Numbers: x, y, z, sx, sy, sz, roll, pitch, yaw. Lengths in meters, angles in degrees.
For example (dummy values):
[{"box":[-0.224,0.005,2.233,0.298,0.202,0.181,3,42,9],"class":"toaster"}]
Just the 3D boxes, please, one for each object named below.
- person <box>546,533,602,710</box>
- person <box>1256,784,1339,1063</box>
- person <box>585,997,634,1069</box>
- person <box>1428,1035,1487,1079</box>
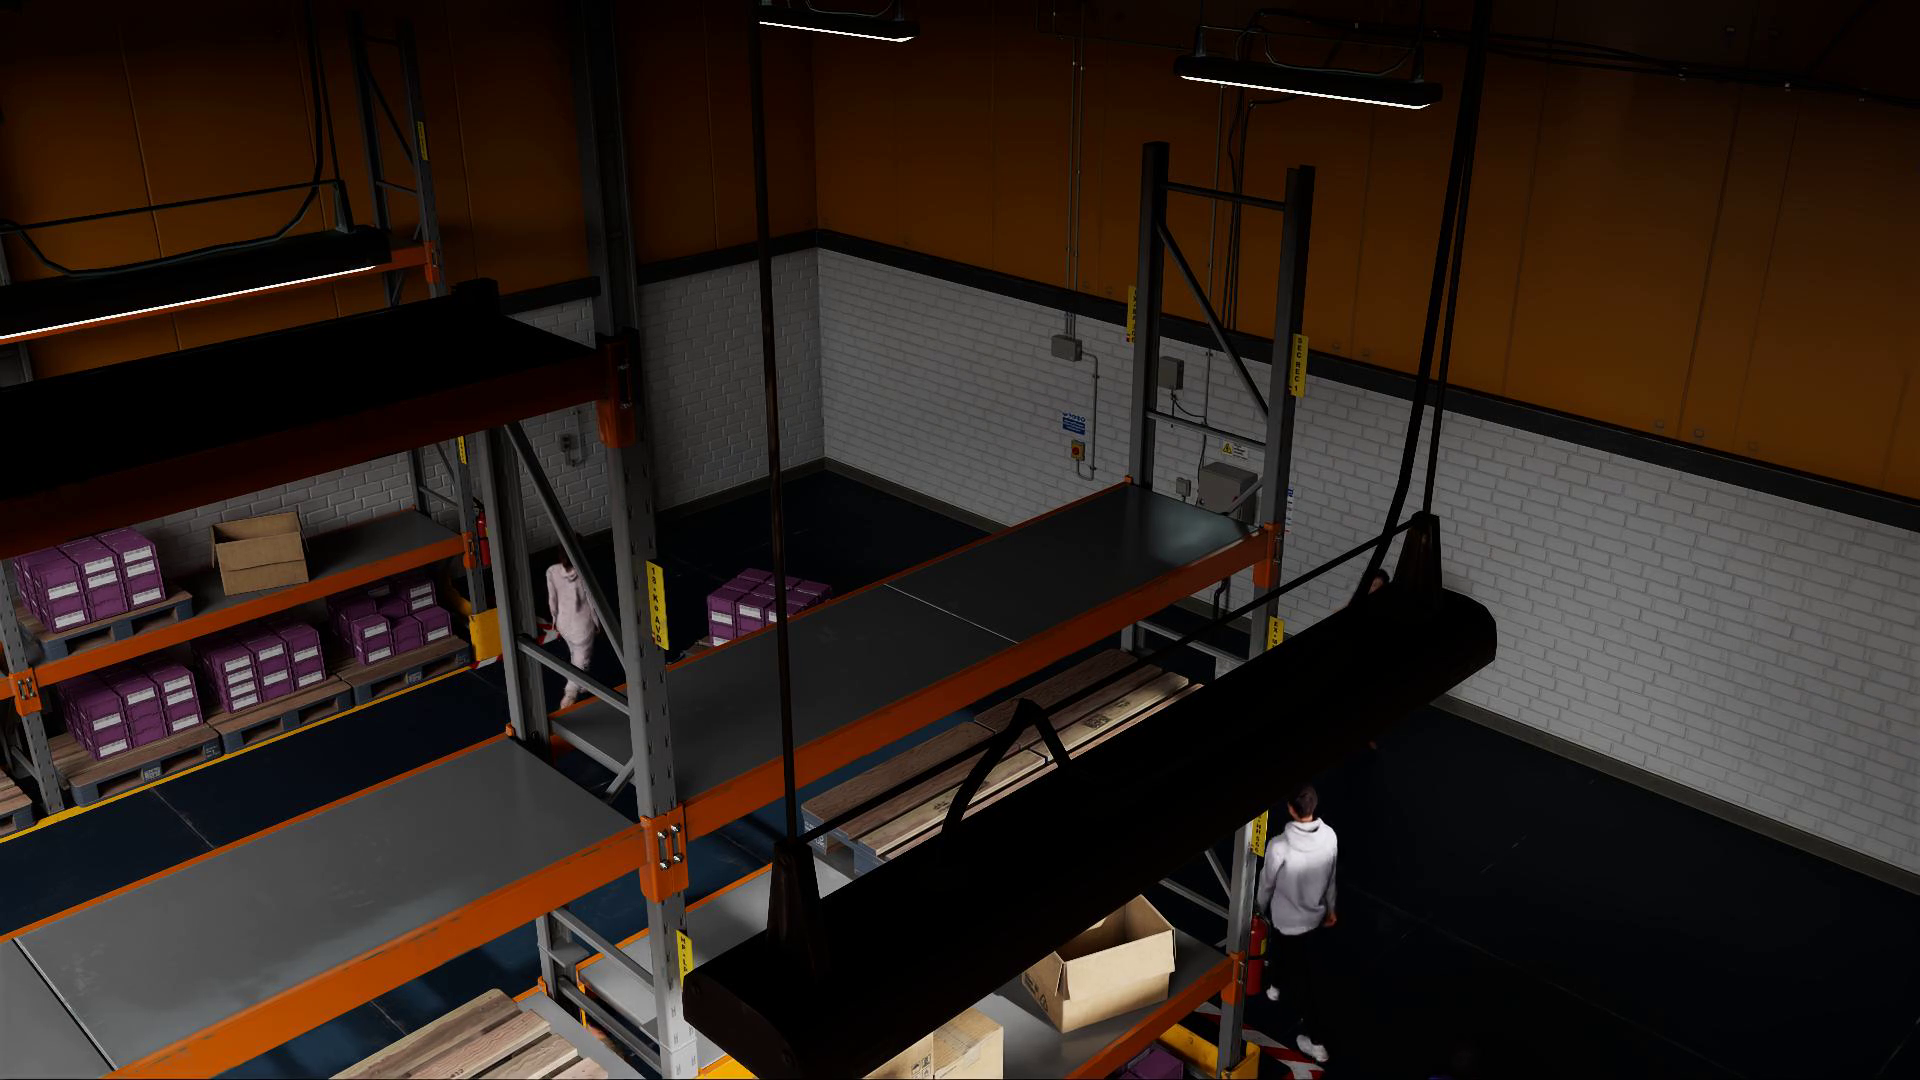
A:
[{"box":[-3.518,0.790,15.071,0.944,1.657,1.146,7,24,15],"class":"person"},{"box":[2.254,2.514,10.859,1.284,1.872,1.073,-9,25,-21],"class":"person"},{"box":[-1.981,3.273,9.164,0.933,1.838,0.689,-20,31,-38],"class":"person"},{"box":[2.669,3.399,8.987,0.625,1.749,0.575,15,28,31],"class":"person"}]
